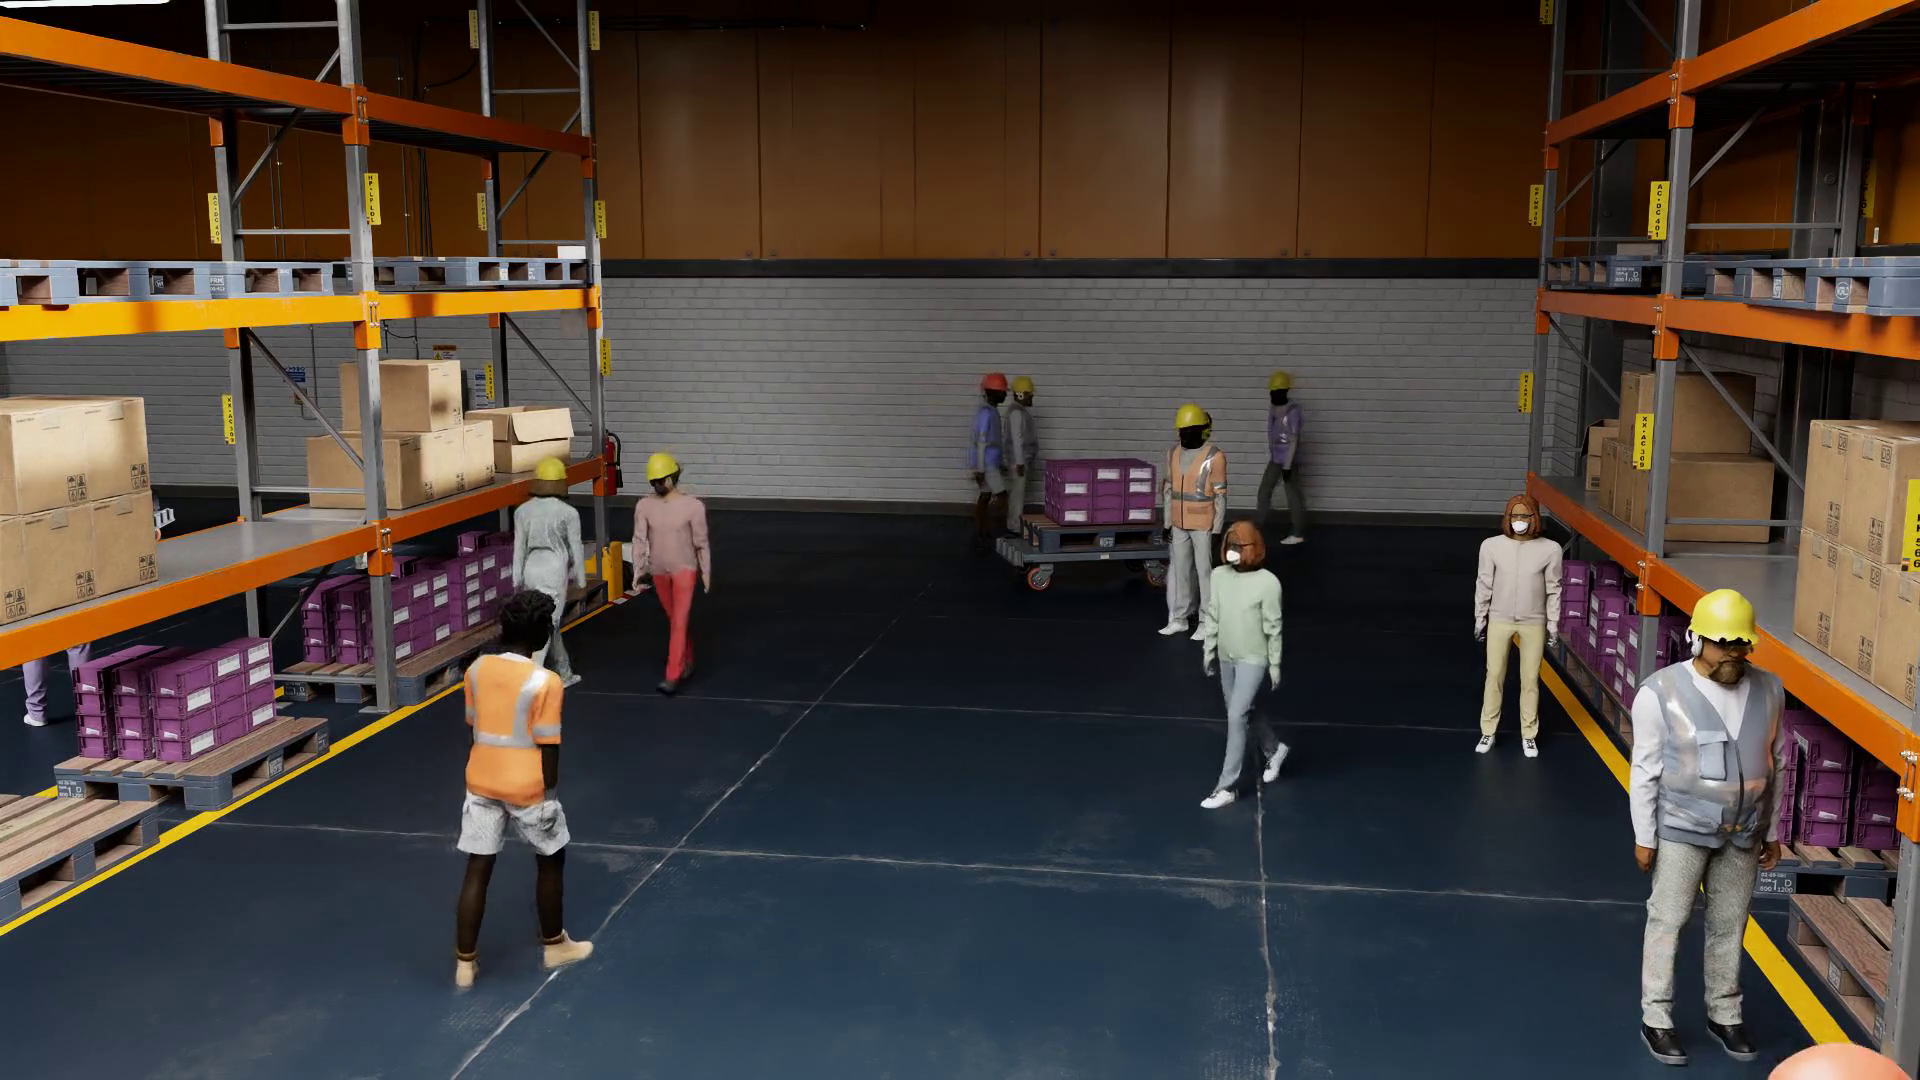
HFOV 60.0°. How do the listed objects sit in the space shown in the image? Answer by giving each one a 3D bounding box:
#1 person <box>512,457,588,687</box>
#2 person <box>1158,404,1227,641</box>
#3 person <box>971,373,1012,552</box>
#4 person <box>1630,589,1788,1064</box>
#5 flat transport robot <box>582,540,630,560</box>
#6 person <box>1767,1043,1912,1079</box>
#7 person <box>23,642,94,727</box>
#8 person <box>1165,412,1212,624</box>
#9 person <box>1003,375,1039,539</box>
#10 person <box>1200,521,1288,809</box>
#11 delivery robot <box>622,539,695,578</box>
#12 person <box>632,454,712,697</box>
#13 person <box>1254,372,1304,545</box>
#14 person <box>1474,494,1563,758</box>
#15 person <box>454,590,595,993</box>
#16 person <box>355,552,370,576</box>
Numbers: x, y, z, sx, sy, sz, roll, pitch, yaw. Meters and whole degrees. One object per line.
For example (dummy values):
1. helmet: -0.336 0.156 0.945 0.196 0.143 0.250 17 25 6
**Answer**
1. person: -2.896 0.279 11.591 0.494 1.695 0.897 3 10 18
2. person: 1.876 -0.143 13.479 0.386 1.926 0.591 -9 13 -43
3. person: 0.367 -0.814 17.643 0.581 1.914 0.557 1 9 4
4. person: 2.828 1.077 6.287 0.584 1.824 0.403 -1 9 -5
5. flat transport robot: -3.493 0.203 16.441 0.652 0.197 1.431 -1 9 -5
6. person: 1.116 1.663 2.361 0.810 1.940 0.573 9 13 44
7. person: -6.016 0.285 10.943 0.647 1.902 0.400 -7 12 -38
8. person: 1.939 -0.174 14.072 0.491 1.817 0.990 3 10 18
9. person: 0.679 -0.920 18.575 0.403 1.828 0.599 0 9 1
10. person: 1.644 0.672 9.434 0.750 1.610 0.512 -7 12 -38
11. delivery robot: -2.835 0.151 15.601 0.707 0.478 0.477 5 11 31
12. person: -2.054 0.233 11.862 0.524 1.698 0.976 2 9 11
13. person: 3.409 -0.866 18.048 0.870 1.888 0.607 -4 10 -21
14. person: 3.433 0.526 10.257 0.509 1.632 0.268 3 10 20
15. person: -1.893 1.046 6.988 0.551 1.659 0.601 5 10 26
16. person: -5.718 -0.528 16.147 0.600 1.830 0.403 7 12 37
